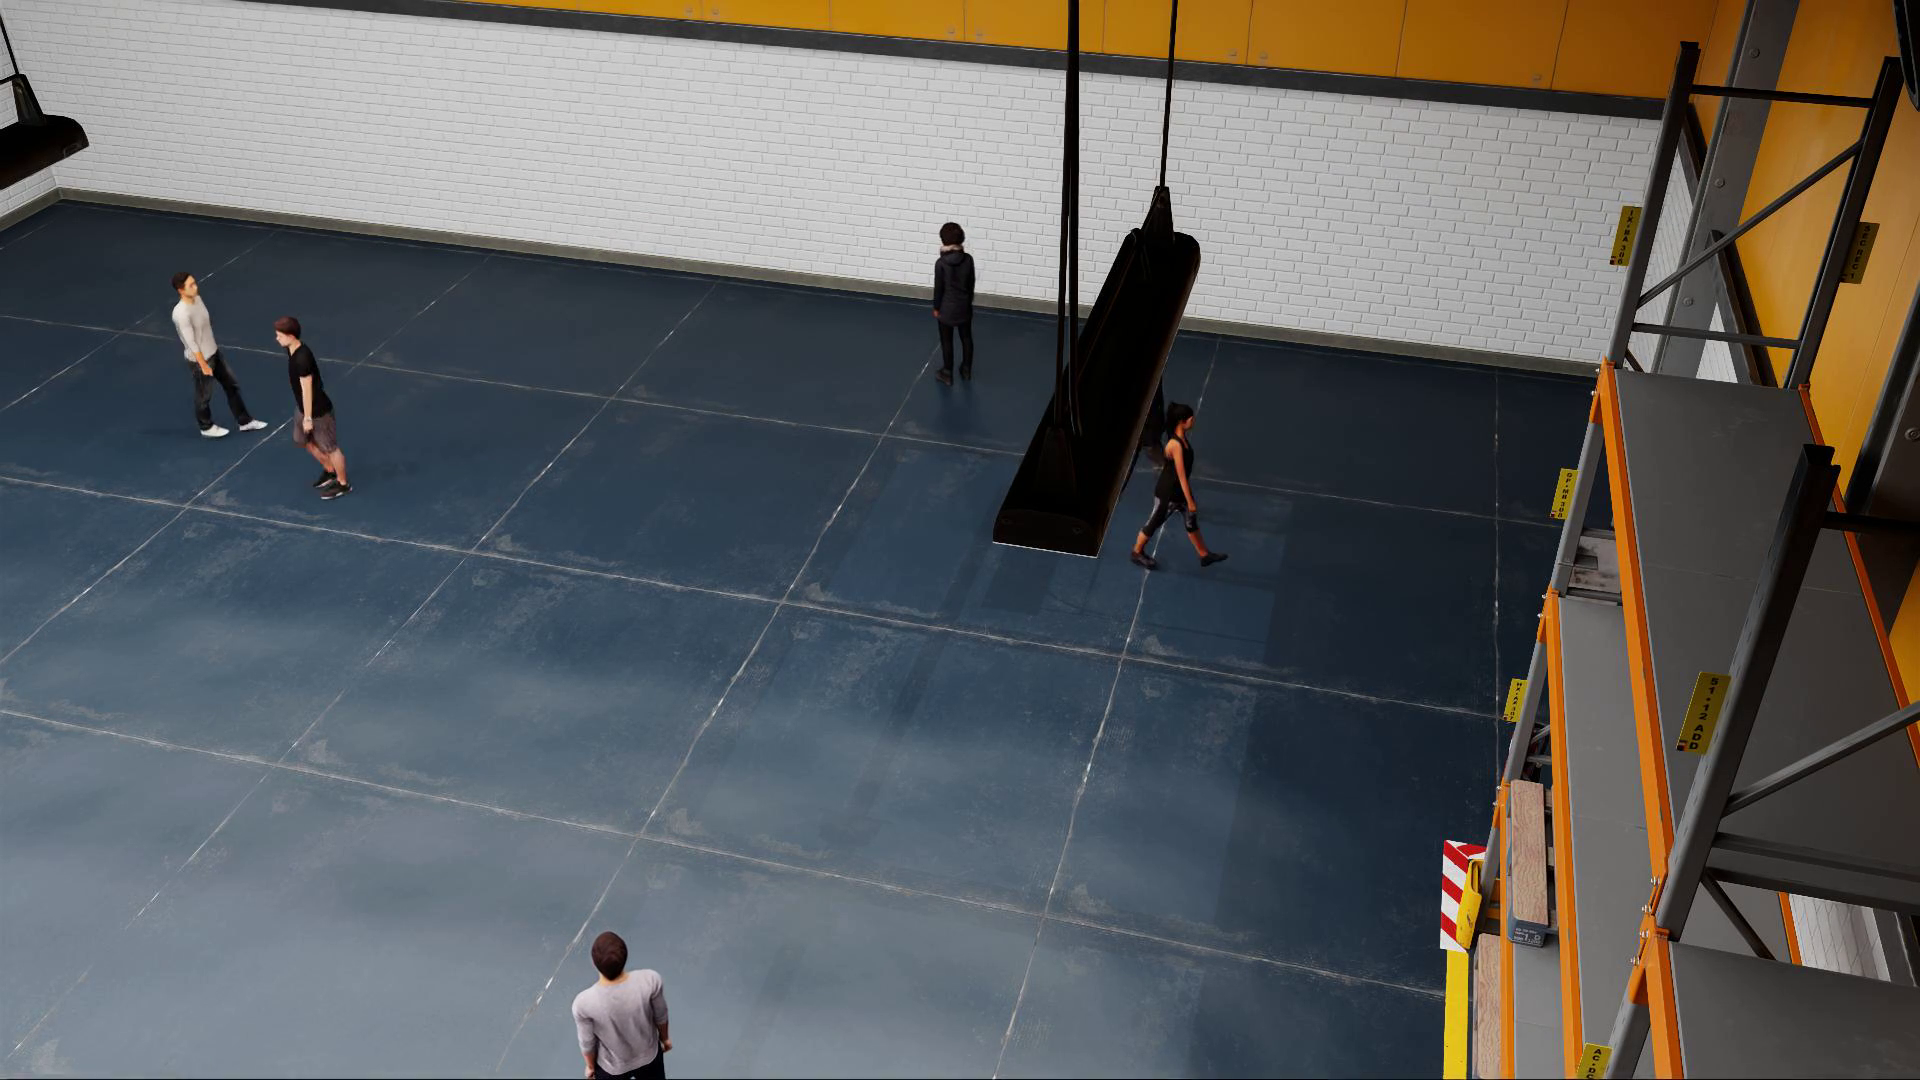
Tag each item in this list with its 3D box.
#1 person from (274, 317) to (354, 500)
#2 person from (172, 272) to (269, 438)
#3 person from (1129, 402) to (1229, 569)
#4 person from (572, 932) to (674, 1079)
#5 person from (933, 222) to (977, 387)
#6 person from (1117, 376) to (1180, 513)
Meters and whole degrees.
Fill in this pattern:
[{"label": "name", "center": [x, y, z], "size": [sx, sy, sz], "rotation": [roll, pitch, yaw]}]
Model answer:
[{"label": "person", "center": [-5.917, -1.250, 15.464], "size": [0.824, 1.848, 0.789], "rotation": [-23, 40, -30]}, {"label": "person", "center": [-7.537, -1.798, 16.341], "size": [0.879, 1.789, 0.915], "rotation": [0, 34, 0]}, {"label": "person", "center": [1.755, -0.437, 14.440], "size": [0.660, 1.627, 1.020], "rotation": [10, 35, 14]}, {"label": "person", "center": [-1.852, 2.868, 9.273], "size": [0.731, 1.844, 0.772], "rotation": [-15, 36, -21]}, {"label": "person", "center": [-0.053, -2.456, 17.342], "size": [0.725, 1.777, 0.768], "rotation": [-14, 36, -20]}, {"label": "person", "center": [1.800, -1.001, 15.178], "size": [0.742, 1.748, 1.047], "rotation": [12, 35, 17]}]
